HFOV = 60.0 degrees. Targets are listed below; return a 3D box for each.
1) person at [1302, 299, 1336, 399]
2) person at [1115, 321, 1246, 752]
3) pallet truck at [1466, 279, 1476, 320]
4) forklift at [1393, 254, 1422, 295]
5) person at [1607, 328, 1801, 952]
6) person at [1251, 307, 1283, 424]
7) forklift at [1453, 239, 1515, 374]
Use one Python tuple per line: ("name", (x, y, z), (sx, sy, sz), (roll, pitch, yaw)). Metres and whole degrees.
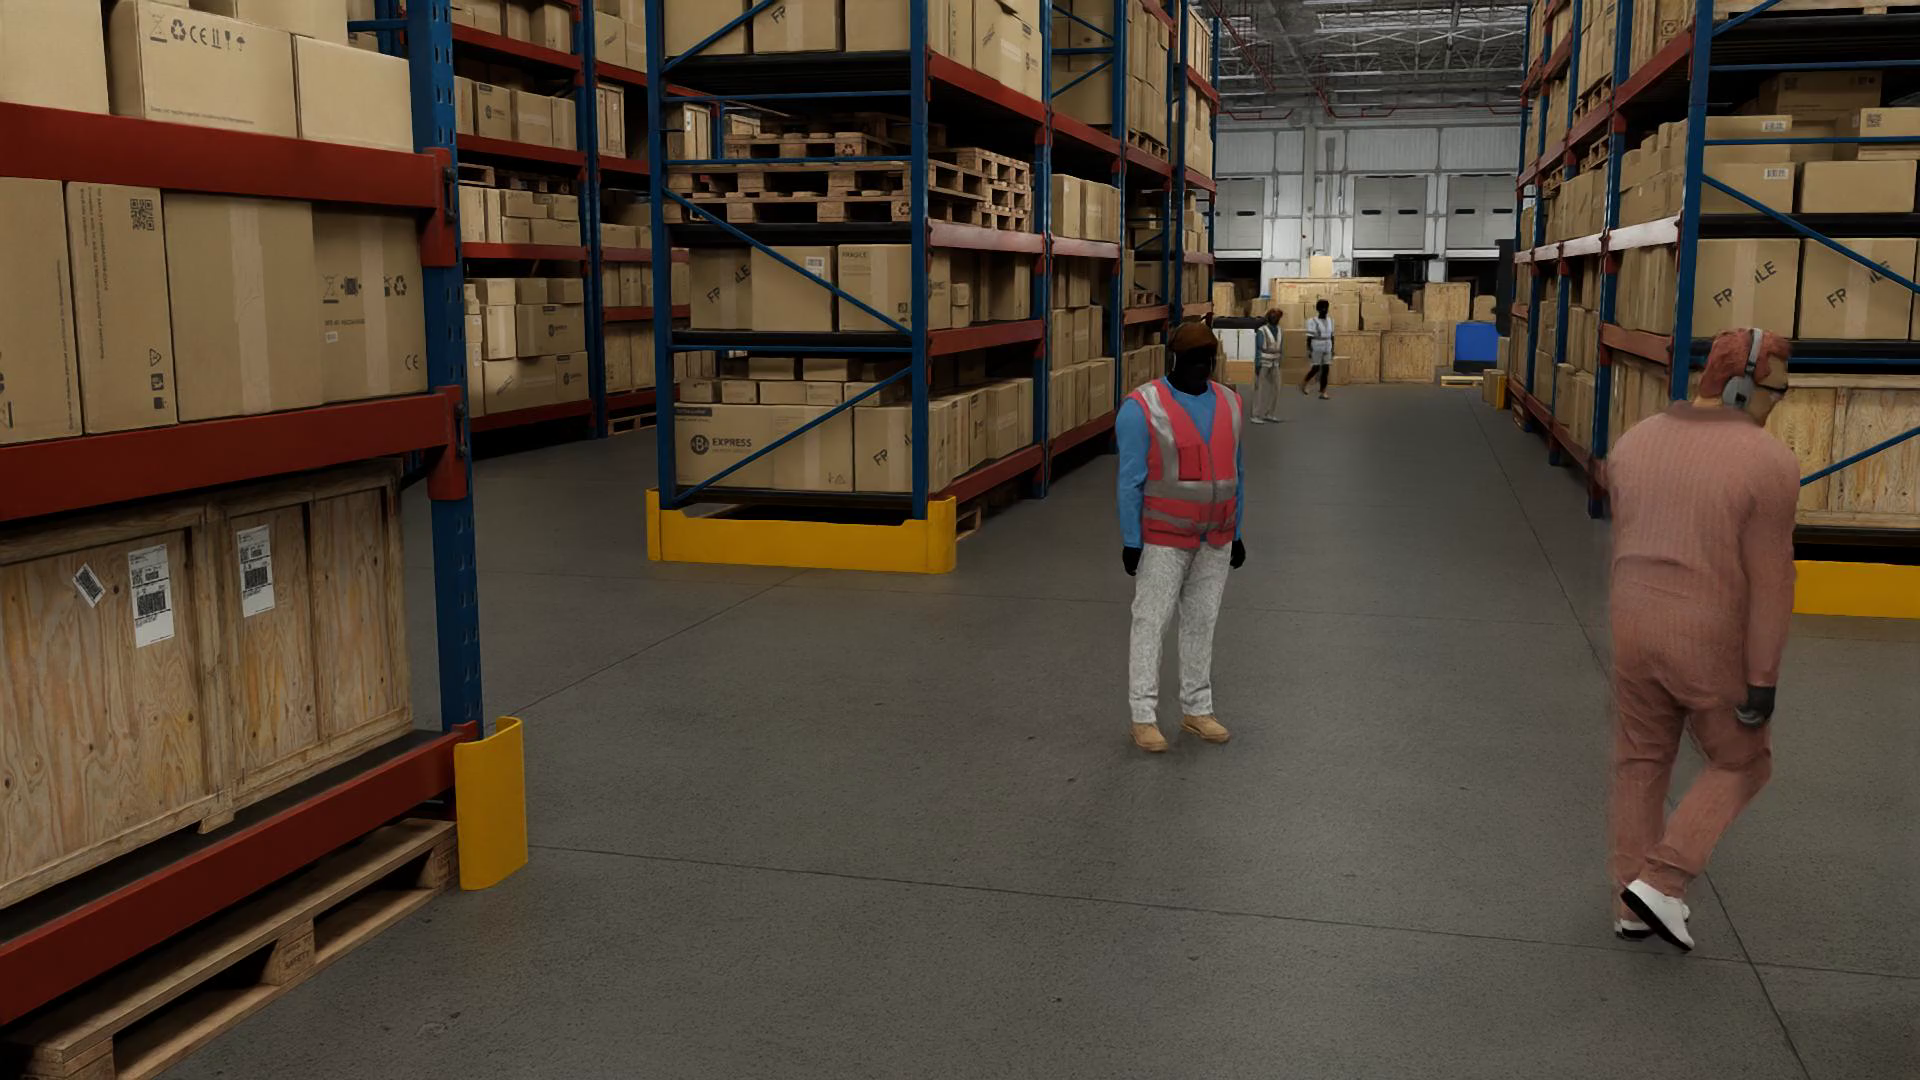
("person", (6.020, -3.199, 27.867), (0.538, 1.684, 0.480), (-4, 10, -24))
("person", (0.971, -0.015, 7.165), (0.633, 1.839, 0.429), (-4, 10, -25))
("pallet truck", (18.896, -8.459, 60.307), (1.885, 1.965, 0.823), (5, 10, 31))
("forklift", (14.750, -8.054, 54.939), (1.129, 2.768, 1.873), (-2, 9, -13))
("person", (2.165, 0.312, 4.946), (0.450, 1.880, 0.682), (-6, 11, -32))
("person", (4.273, -2.415, 23.106), (0.546, 1.624, 0.377), (-6, 11, -34))
("forklift", (11.341, -4.852, 34.600), (1.873, 2.768, 1.129), (4, 10, 23))
